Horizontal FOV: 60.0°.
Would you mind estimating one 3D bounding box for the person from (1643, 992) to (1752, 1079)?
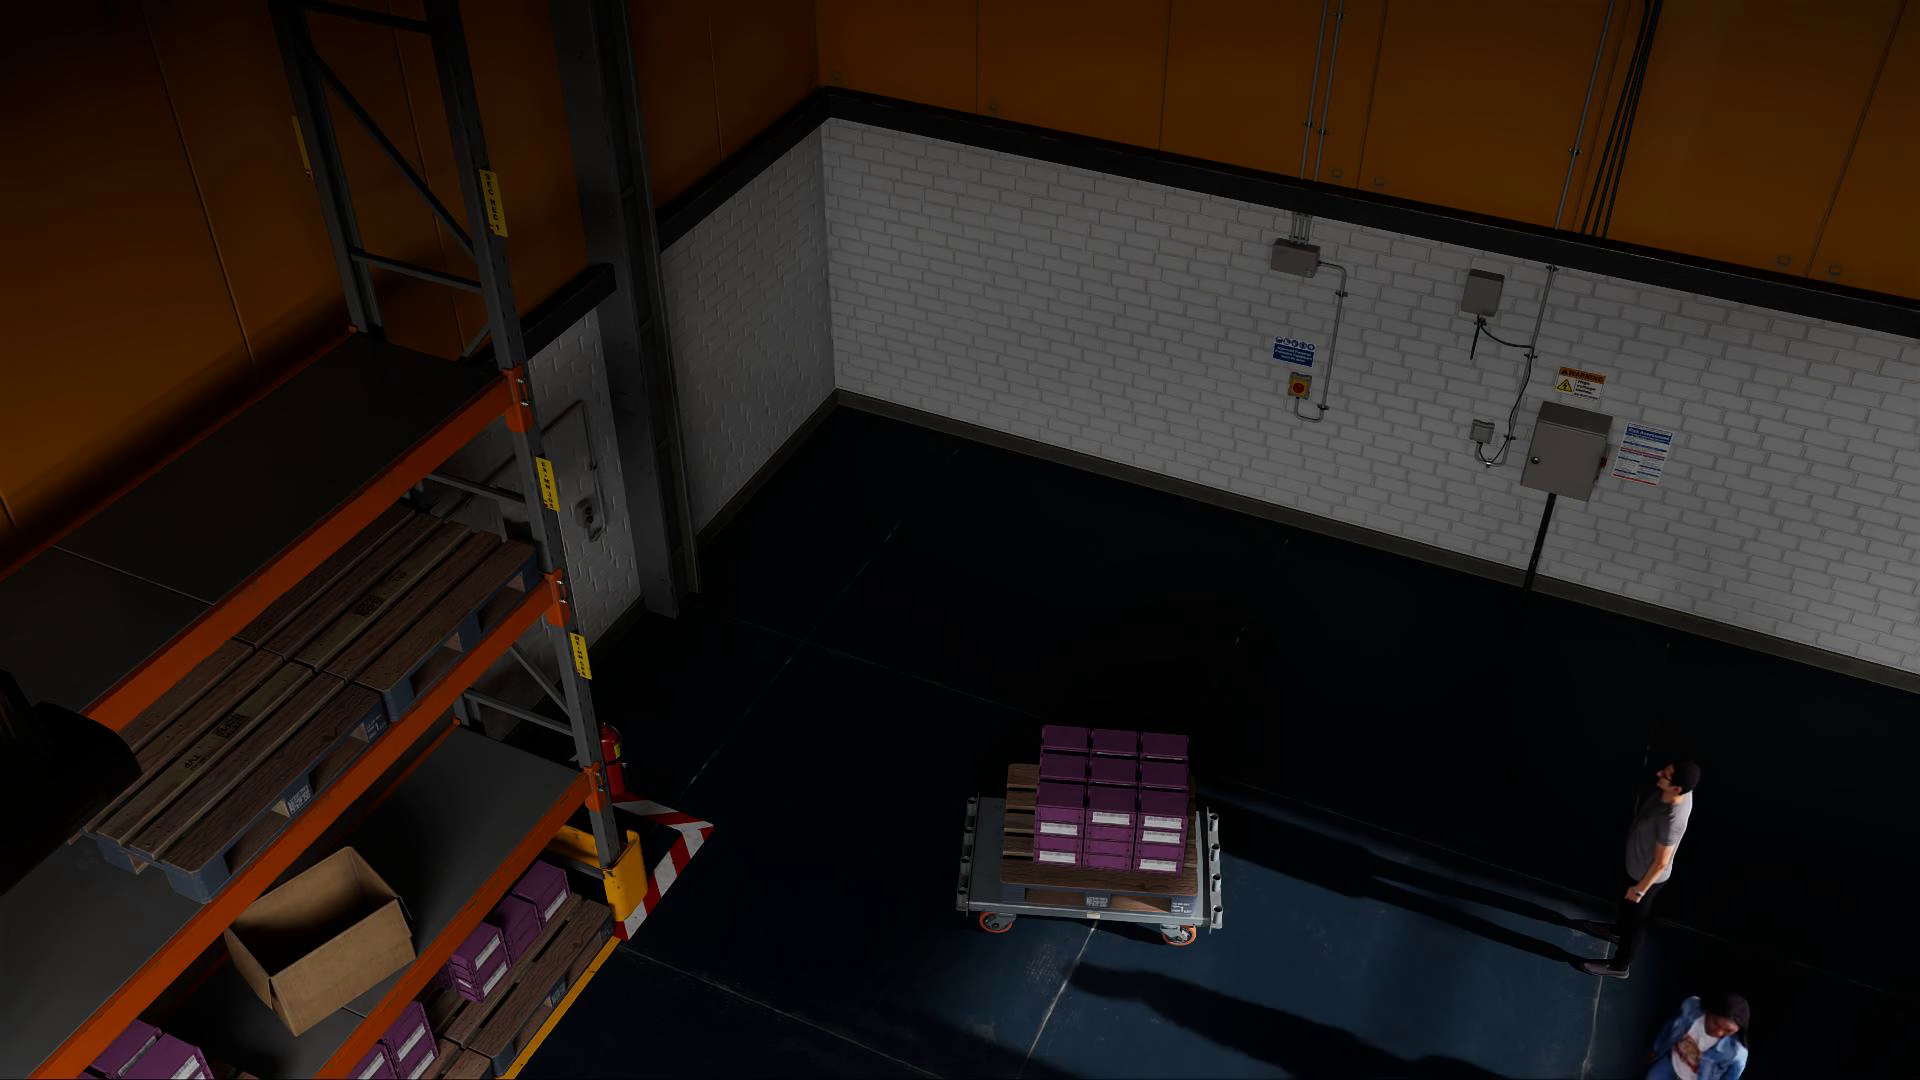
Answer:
[{"bbox_3d":[3.910,2.862,8.787,1.290,1.650,1.133,-16,41,-19],"label":"person"}]

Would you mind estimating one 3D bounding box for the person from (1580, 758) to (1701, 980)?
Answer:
[{"bbox_3d":[4.083,1.922,9.881,0.683,1.754,0.489,14,41,17],"label":"person"}]
